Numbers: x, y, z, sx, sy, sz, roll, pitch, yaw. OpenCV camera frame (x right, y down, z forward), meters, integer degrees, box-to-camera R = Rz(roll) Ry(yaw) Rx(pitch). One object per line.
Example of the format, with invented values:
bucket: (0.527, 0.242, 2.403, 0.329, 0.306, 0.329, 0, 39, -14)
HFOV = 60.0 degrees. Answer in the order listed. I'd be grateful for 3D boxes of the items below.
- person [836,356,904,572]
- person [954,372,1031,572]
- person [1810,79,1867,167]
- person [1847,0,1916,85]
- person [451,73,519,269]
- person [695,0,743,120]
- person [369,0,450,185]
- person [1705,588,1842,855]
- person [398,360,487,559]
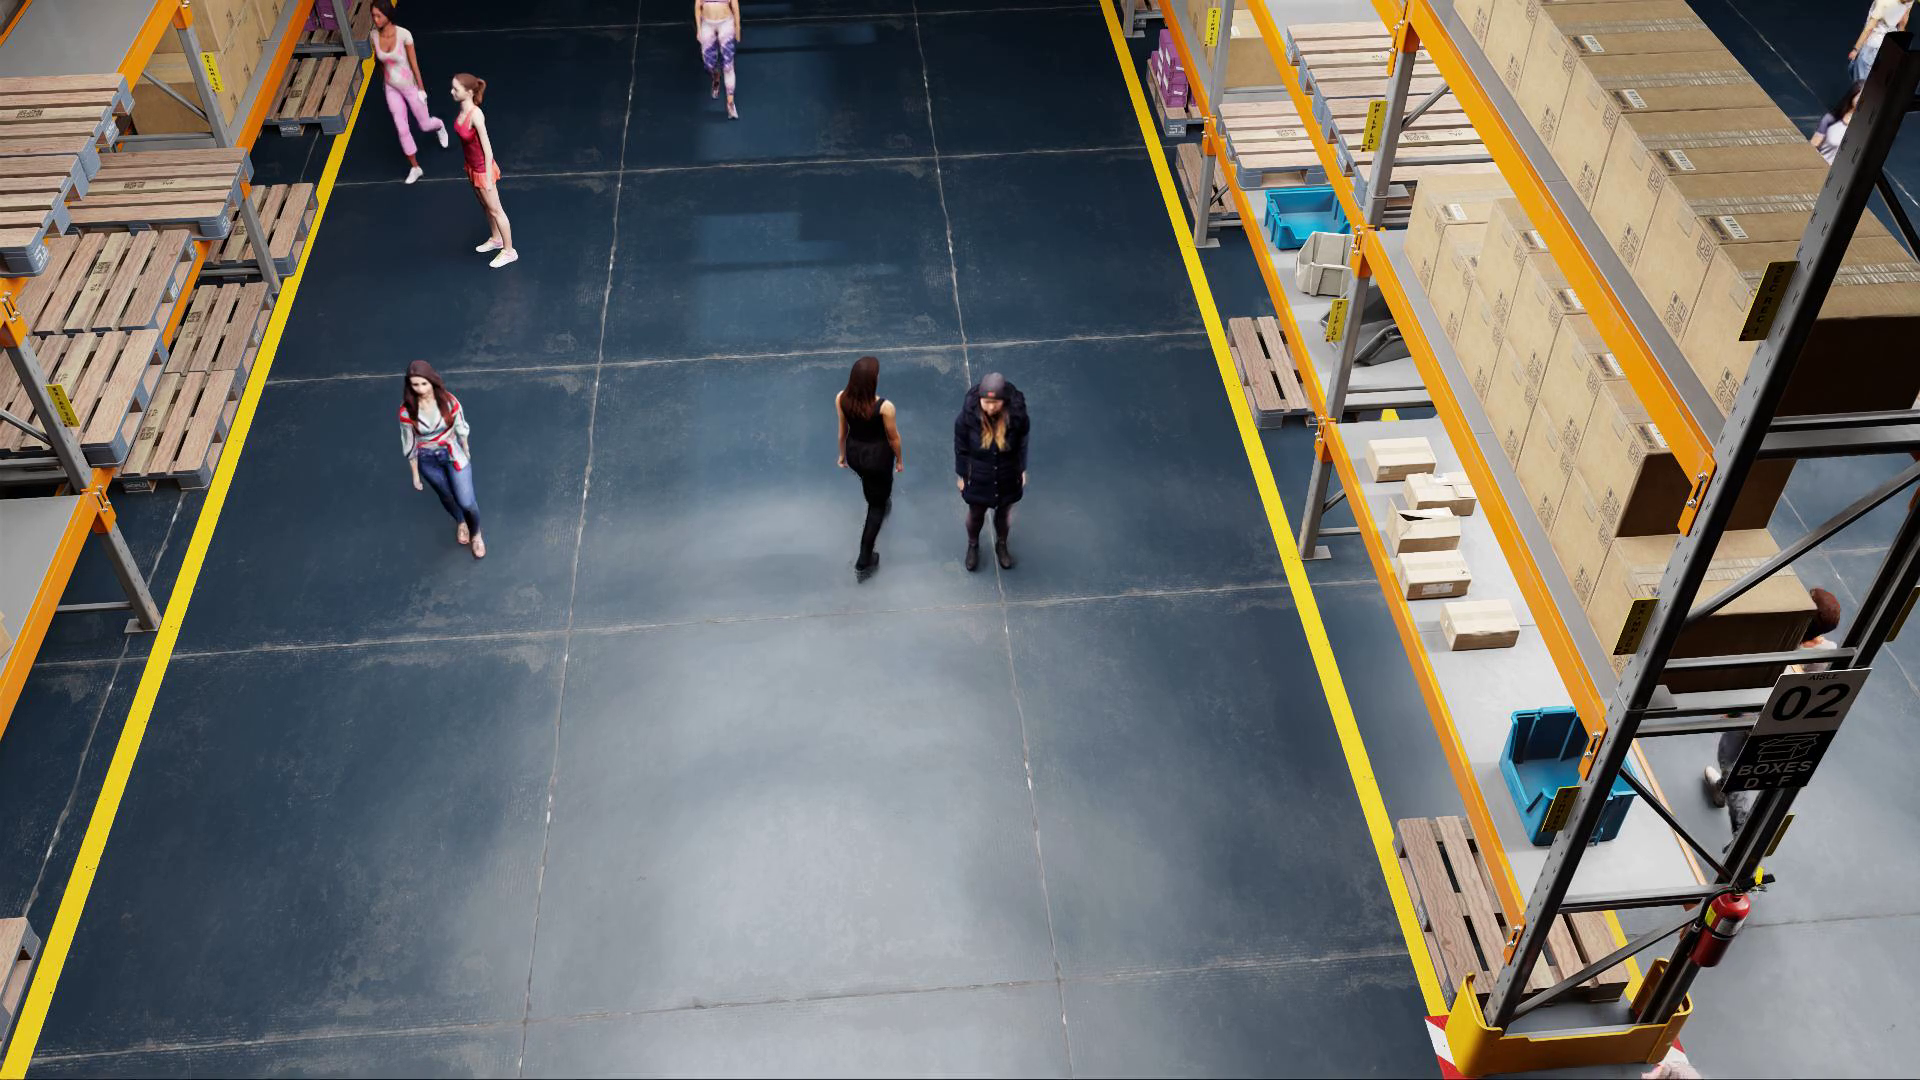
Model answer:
person: (-0.636, -0.510, 11.428, 0.901, 1.658, 1.127, 15, 46, 16)
person: (0.218, -0.475, 11.379, 0.659, 1.675, 0.623, -3, 44, -3)
person: (7.396, -3.183, 14.209, 0.728, 1.692, 0.984, 5, 44, 5)
person: (8.713, -4.597, 15.678, 0.730, 1.712, 0.755, -25, 49, -24)
person: (-4.074, -3.167, 14.145, 0.725, 1.757, 0.643, -26, 49, -25)
person: (-2.334, -4.942, 16.010, 0.601, 1.754, 0.745, -5, 44, -5)
person: (-5.038, -4.144, 15.196, 0.730, 1.722, 1.014, 6, 44, 6)
person: (4.696, 1.081, 9.600, 0.716, 1.875, 1.058, 0, 44, 0)
person: (-3.616, -0.619, 11.585, 0.636, 1.598, 0.682, -8, 44, -9)
